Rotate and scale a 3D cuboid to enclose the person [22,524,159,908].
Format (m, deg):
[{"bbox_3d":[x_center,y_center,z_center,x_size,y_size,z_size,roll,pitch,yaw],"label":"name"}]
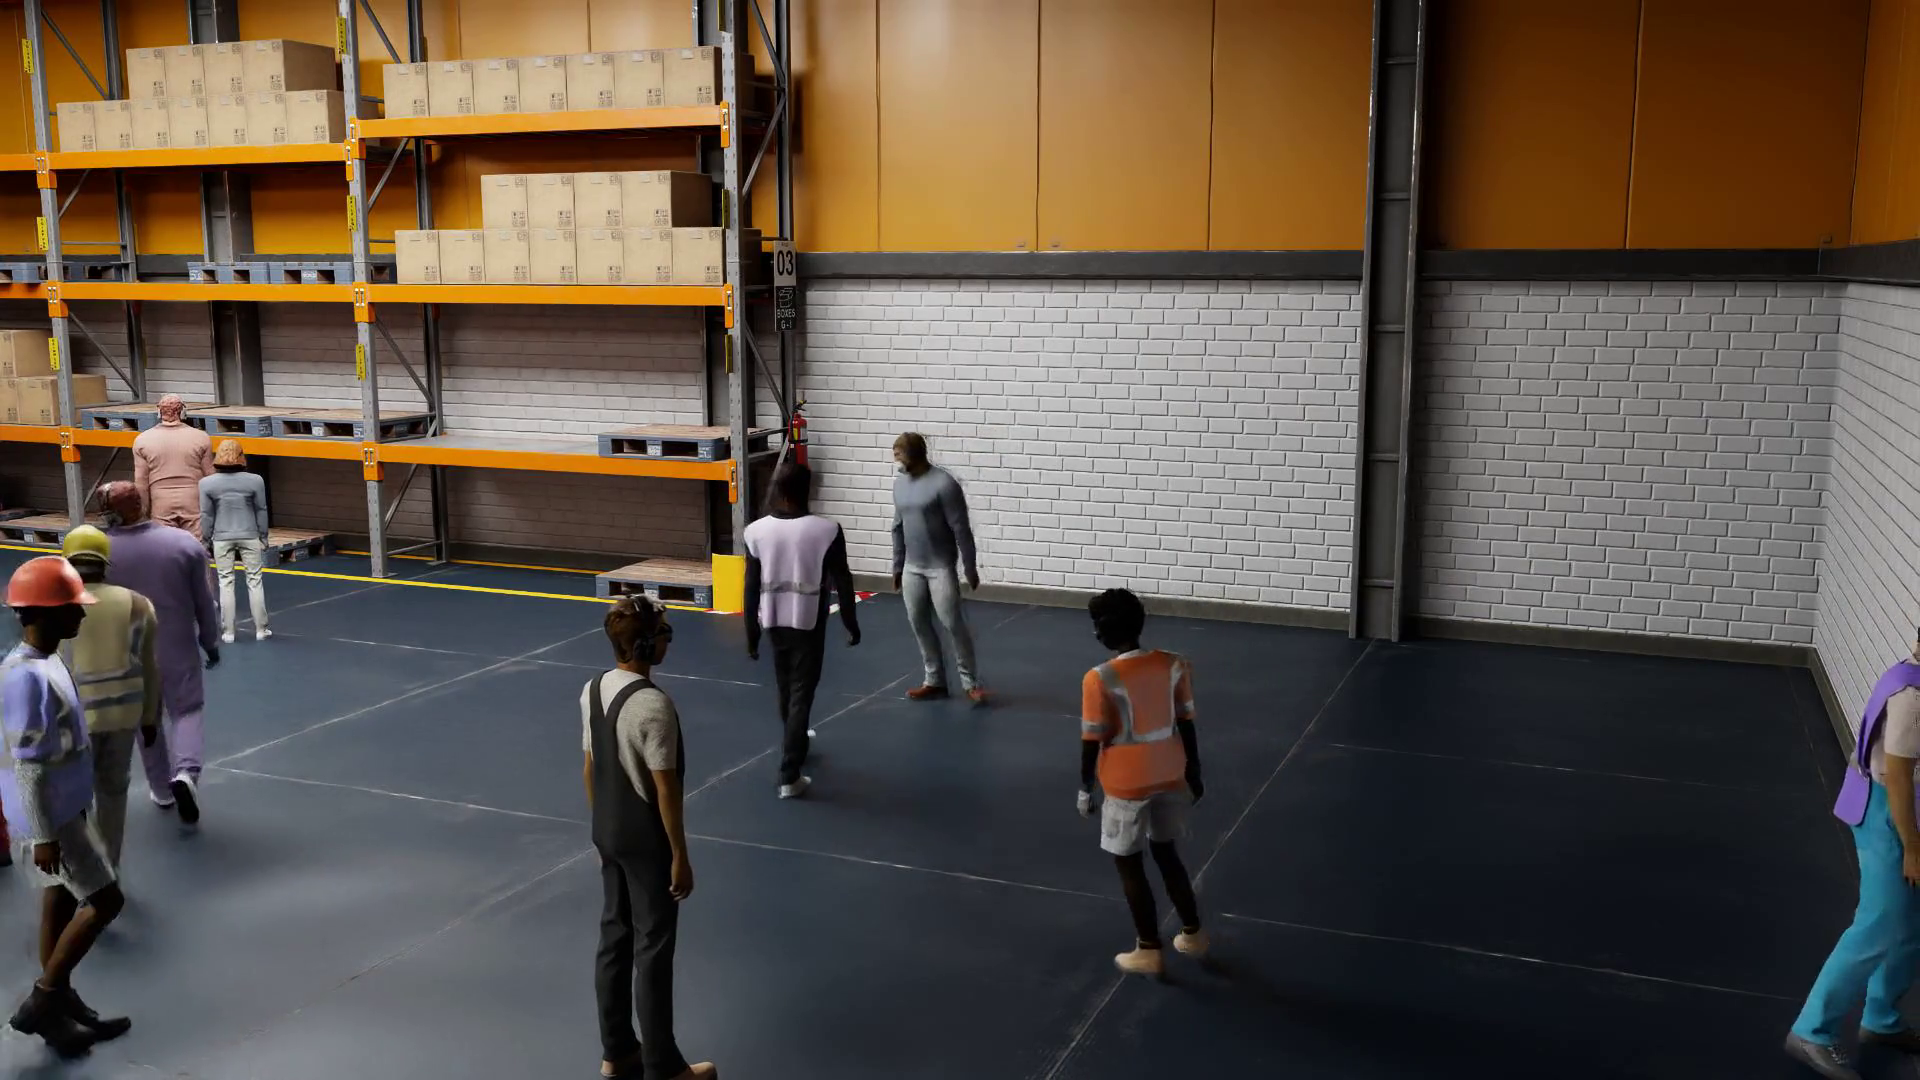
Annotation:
[{"bbox_3d":[-4.019,0.843,7.782,0.713,1.799,0.616,9,13,44],"label":"person"}]

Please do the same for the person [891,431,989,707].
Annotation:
[{"bbox_3d":[-0.153,0.199,11.393,0.766,1.893,0.470,8,13,42],"label":"person"}]

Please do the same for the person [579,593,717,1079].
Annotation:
[{"bbox_3d":[-1.155,1.105,6.036,0.506,1.847,0.344,9,13,43],"label":"person"}]

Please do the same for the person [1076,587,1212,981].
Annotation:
[{"bbox_3d":[0.749,1.025,7.037,0.553,1.662,0.408,-6,11,-33],"label":"person"}]

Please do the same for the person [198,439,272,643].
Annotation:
[{"bbox_3d":[-5.795,0.009,13.314,0.498,1.634,0.284,-3,10,-19],"label":"person"}]

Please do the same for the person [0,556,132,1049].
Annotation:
[{"bbox_3d":[-3.416,1.014,6.336,0.399,1.926,0.567,-4,10,-24],"label":"person"}]

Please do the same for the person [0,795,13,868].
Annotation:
[{"bbox_3d":[-5.001,0.785,8.251,0.526,1.756,0.359,9,13,43],"label":"person"}]

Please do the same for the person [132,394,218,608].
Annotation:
[{"bbox_3d":[-6.764,-0.306,14.400,0.654,1.906,0.408,-4,10,-21],"label":"person"}]

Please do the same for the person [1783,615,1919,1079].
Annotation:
[{"bbox_3d":[3.460,1.091,6.196,0.527,1.822,0.740,7,12,38],"label":"person"}]

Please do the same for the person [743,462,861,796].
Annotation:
[{"bbox_3d":[-0.906,0.484,9.725,0.615,1.874,0.966,3,10,17],"label":"person"}]

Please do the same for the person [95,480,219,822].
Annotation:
[{"bbox_3d":[-4.369,0.605,9.000,0.664,1.867,0.784,-5,10,-26],"label":"person"}]
